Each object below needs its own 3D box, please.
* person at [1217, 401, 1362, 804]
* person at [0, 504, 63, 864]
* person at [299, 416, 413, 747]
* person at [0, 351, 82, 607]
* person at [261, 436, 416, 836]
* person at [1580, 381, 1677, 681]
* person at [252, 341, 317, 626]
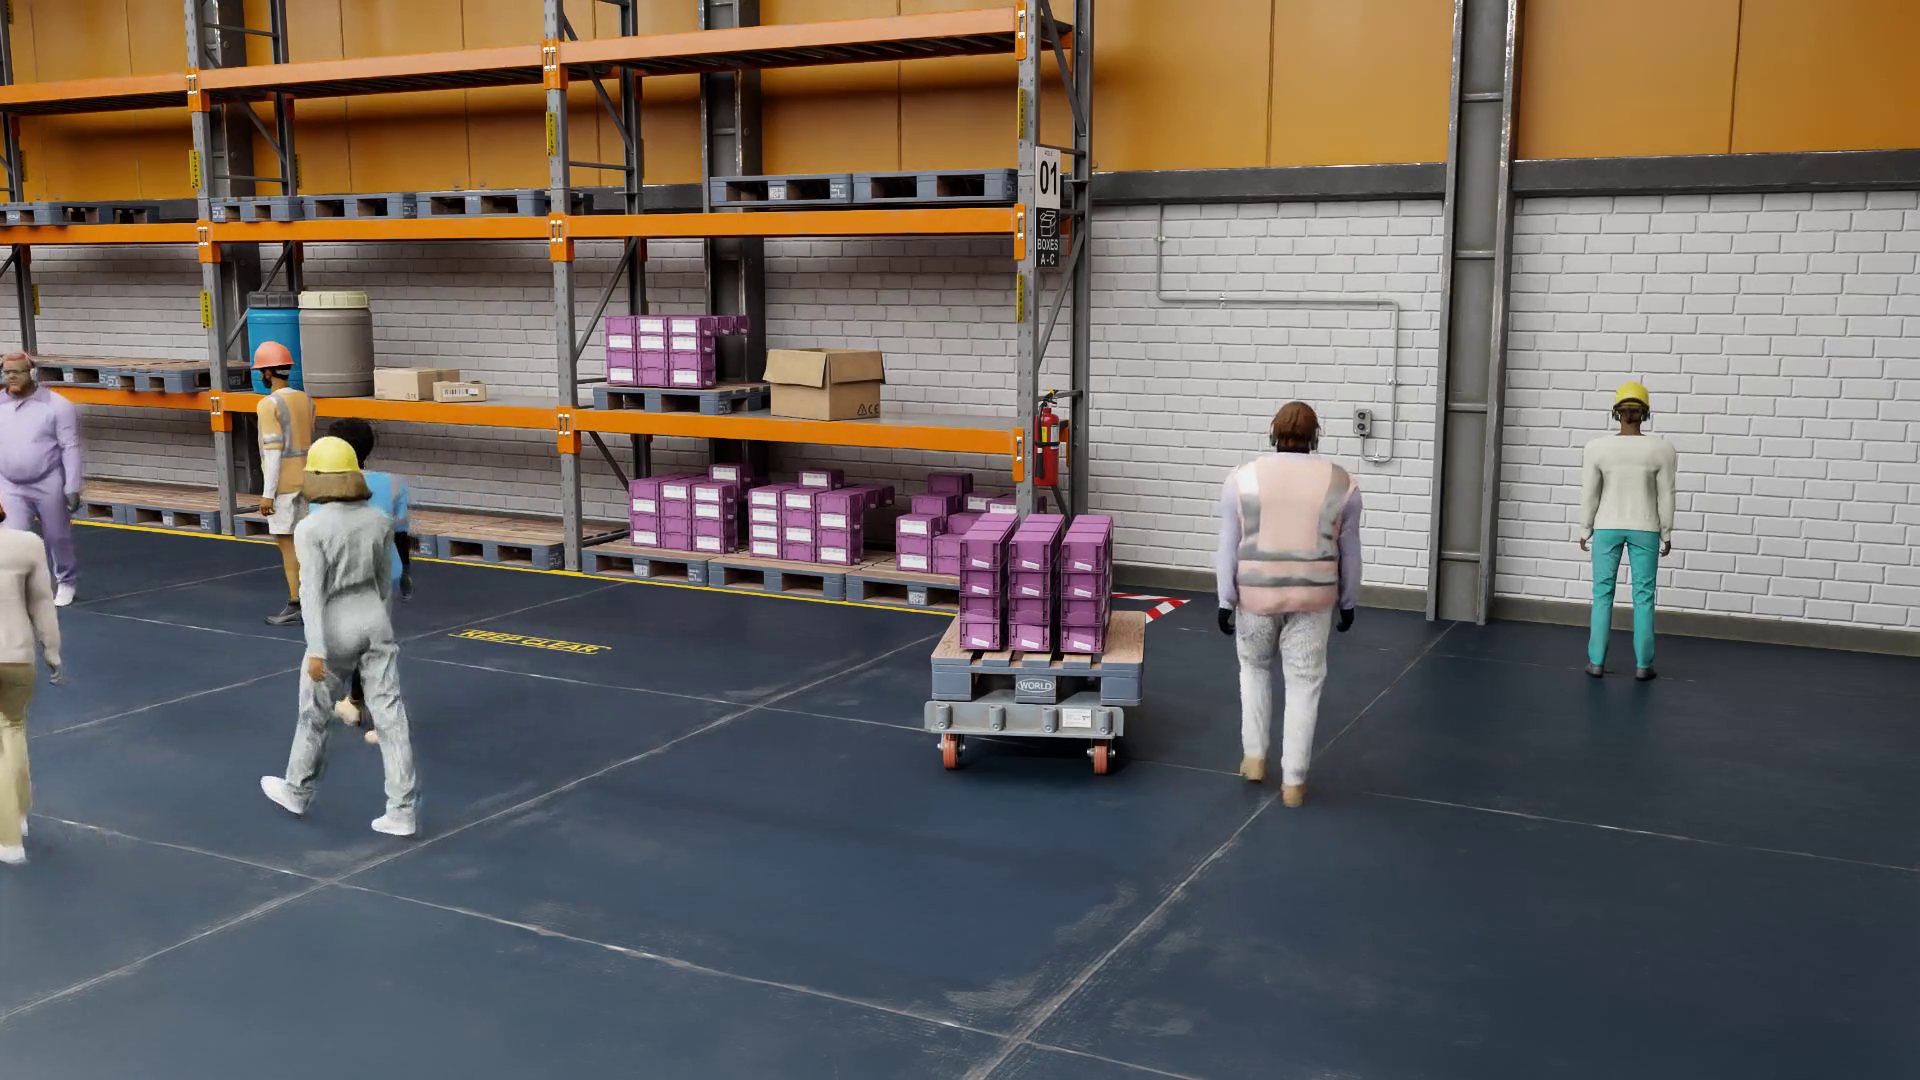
[{"bbox_3d":[1.517,0.267,7.690,0.655,1.815,0.703,2,9,10],"label":"person"},{"bbox_3d":[-4.019,0.503,6.825,0.585,1.610,0.531,7,12,38],"label":"person"},{"bbox_3d":[-3.124,0.204,8.490,0.803,1.660,0.550,6,11,32],"label":"person"},{"bbox_3d":[-6.485,-0.389,11.631,0.659,1.860,0.980,-2,9,-12],"label":"person"},{"bbox_3d":[-2.682,0.404,7.165,0.891,1.695,0.507,6,11,33],"label":"person"},{"bbox_3d":[3.926,-0.049,9.806,0.524,1.766,0.323,4,10,23],"label":"person"},{"bbox_3d":[-4.598,-0.380,11.316,0.375,1.933,0.550,2,9,10],"label":"person"}]
